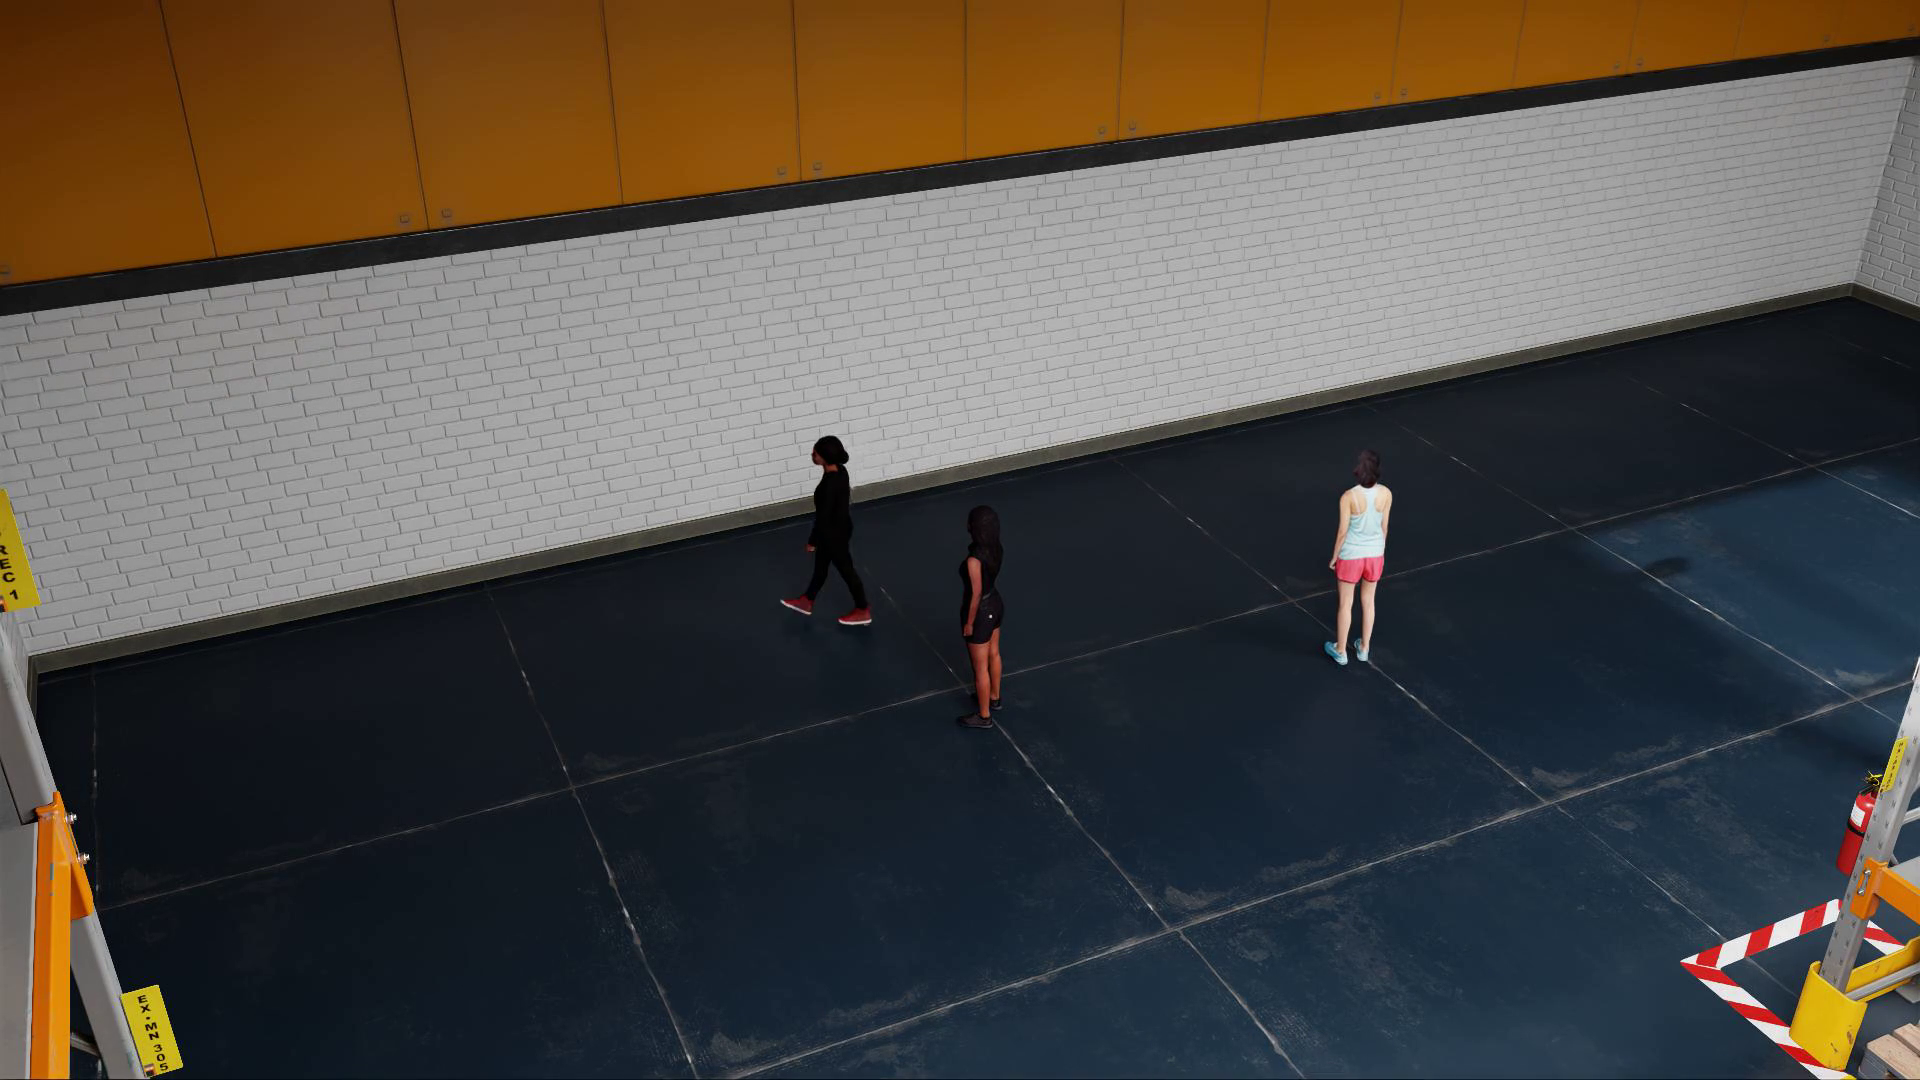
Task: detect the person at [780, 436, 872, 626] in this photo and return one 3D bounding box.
[{"bbox_3d":[-0.888,-0.038,13.027,0.959,1.642,1.014,2,29,4],"label":"person"}]

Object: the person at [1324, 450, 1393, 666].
[{"bbox_3d":[3.027,0.129,12.593,0.651,1.764,0.644,-4,29,-7],"label":"person"}]

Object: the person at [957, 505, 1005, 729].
[{"bbox_3d":[0.156,0.537,11.870,0.716,1.741,0.657,10,30,18],"label":"person"}]
